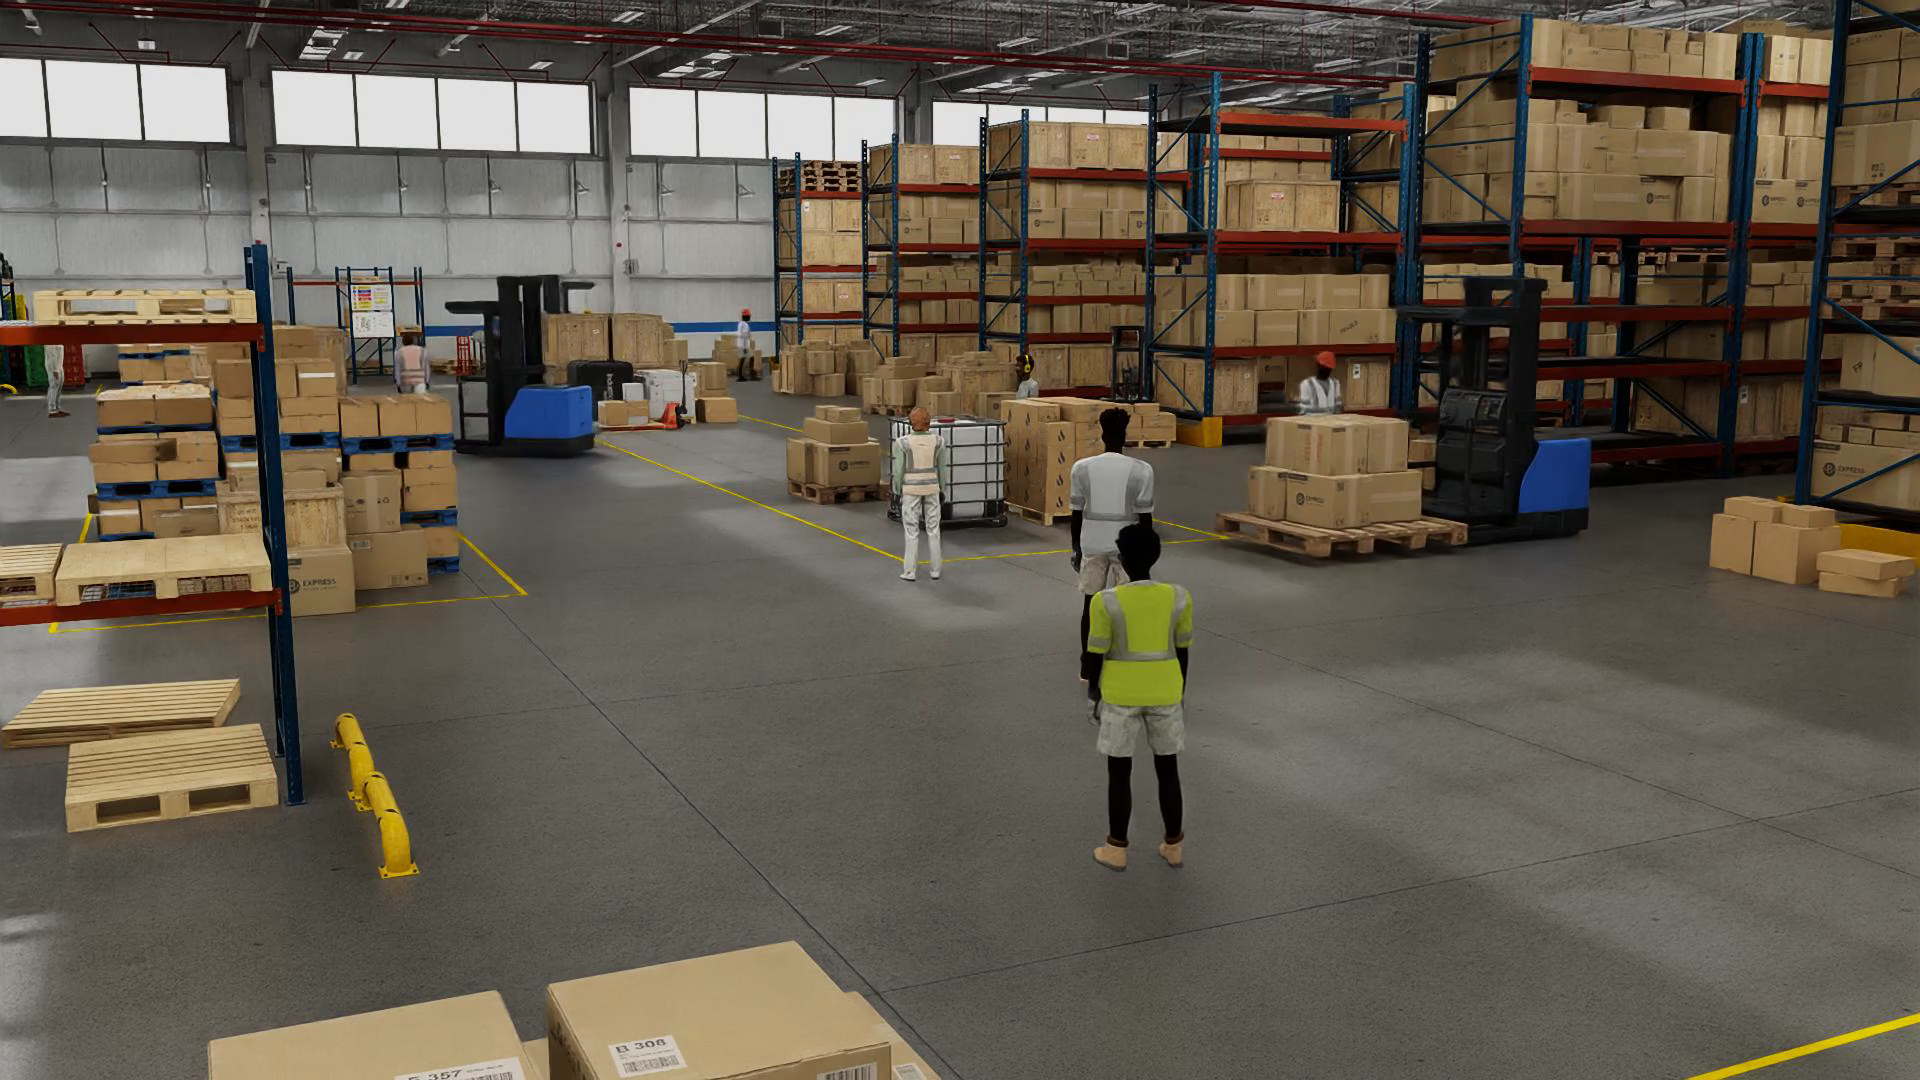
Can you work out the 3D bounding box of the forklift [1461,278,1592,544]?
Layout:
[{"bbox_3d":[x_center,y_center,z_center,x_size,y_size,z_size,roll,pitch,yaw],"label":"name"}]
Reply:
[{"bbox_3d":[5.877,-1.457,18.125,1.873,2.768,1.129,-4,10,-25],"label":"forklift"}]

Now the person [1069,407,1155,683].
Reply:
[{"bbox_3d":[1.064,0.047,11.670,0.603,1.957,0.386,3,10,16],"label":"person"}]

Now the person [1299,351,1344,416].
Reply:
[{"bbox_3d":[4.547,-1.408,20.801,0.552,1.915,0.441,-4,10,-26],"label":"person"}]

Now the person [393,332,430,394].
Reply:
[{"bbox_3d":[-9.901,-2.854,30.087,0.639,1.823,0.743,-5,10,-26],"label":"person"}]

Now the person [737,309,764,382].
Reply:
[{"bbox_3d":[-5.567,-5.144,43.986,0.753,1.911,0.556,-5,10,-27],"label":"person"}]

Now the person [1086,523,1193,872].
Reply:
[{"bbox_3d":[0.871,0.762,8.072,0.546,1.690,0.324,-2,9,-12],"label":"person"}]

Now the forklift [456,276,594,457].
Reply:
[{"bbox_3d":[-6.878,-2.764,26.235,1.873,2.768,1.129,2,9,12],"label":"forklift"}]

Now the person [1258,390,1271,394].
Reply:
[{"bbox_3d":[7.280,-4.336,39.664,0.326,1.686,0.618,6,11,34],"label":"person"}]

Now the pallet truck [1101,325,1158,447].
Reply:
[{"bbox_3d":[2.881,-2.596,27.923,0.823,1.965,1.885,-1,9,-7],"label":"pallet truck"}]

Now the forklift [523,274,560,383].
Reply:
[{"bbox_3d":[-10.500,-5.430,42.776,1.873,2.768,1.129,-3,10,-20],"label":"forklift"}]

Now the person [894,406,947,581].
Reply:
[{"bbox_3d":[-0.370,-0.427,15.577,0.522,1.640,0.306,-3,10,-19],"label":"person"}]

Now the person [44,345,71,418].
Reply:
[{"bbox_3d":[-18.000,-3.394,33.118,0.374,1.932,0.623,-2,9,-14],"label":"person"}]

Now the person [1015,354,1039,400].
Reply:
[{"bbox_3d":[0.807,-1.381,20.781,0.328,1.872,0.509,-3,10,-18],"label":"person"}]
